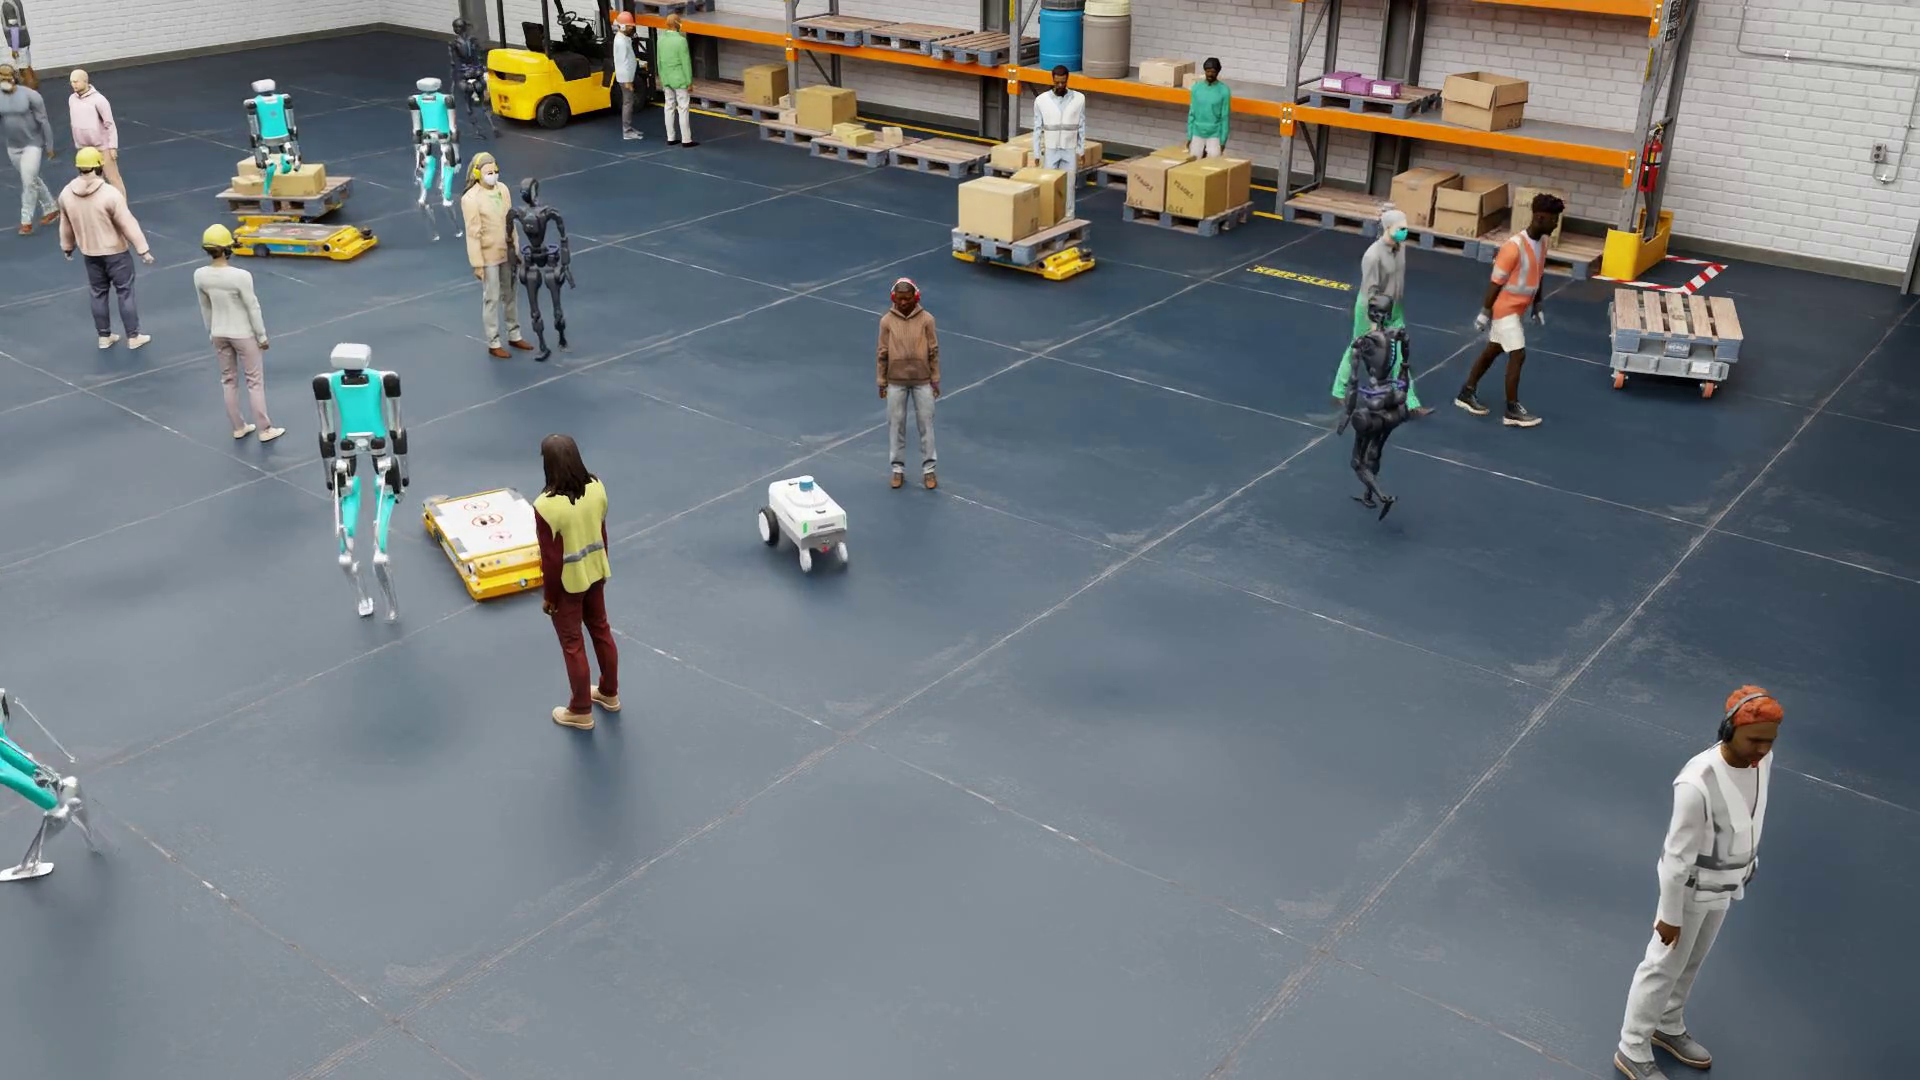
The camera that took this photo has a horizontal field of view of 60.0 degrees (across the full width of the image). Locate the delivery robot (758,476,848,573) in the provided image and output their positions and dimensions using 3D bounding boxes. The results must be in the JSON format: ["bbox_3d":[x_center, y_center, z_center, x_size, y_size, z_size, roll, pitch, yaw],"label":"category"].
[{"bbox_3d":[-1.072,-0.157,11.585,0.499,0.611,0.792,-12,28,-24],"label":"delivery robot"}]

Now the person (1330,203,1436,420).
[{"bbox_3d":[3.521,-1.861,13.672,0.536,1.789,0.944,-17,31,-32],"label":"person"}]

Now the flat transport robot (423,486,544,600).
[{"bbox_3d":[-3.249,-0.009,11.588,0.659,0.231,1.431,-14,29,-26],"label":"flat transport robot"}]

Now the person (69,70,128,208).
[{"bbox_3d":[-9.954,-4.525,19.199,0.535,1.781,0.400,5,26,11],"label":"person"}]

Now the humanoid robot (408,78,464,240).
[{"bbox_3d":[-5.921,-4.218,18.674,0.542,1.803,0.777,2,26,3],"label":"humanoid robot"}]

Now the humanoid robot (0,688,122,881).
[{"bbox_3d":[-4.493,0.956,8.034,0.751,1.882,0.542,-7,27,-14],"label":"humanoid robot"}]

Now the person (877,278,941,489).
[{"bbox_3d":[-0.383,-1.175,12.421,0.473,1.641,0.334,-1,26,-1],"label":"person"}]

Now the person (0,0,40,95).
[{"bbox_3d":[-14.164,-7.449,24.964,0.376,2.041,0.612,-8,27,-15],"label":"person"}]

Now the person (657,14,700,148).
[{"bbox_3d":[-3.903,-6.323,22.925,0.550,1.782,0.384,15,30,29],"label":"person"}]

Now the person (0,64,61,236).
[{"bbox_3d":[-10.656,-4.466,18.925,0.695,1.893,0.779,5,26,10],"label":"person"}]

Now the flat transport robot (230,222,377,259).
[{"bbox_3d":[-7.291,-3.312,18.429,1.431,0.231,0.659,4,26,8],"label":"flat transport robot"}]

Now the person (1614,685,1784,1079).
[{"bbox_3d":[3.026,1.417,6.780,0.579,1.882,0.340,-19,32,-34],"label":"person"}]

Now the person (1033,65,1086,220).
[{"bbox_3d":[1.120,-4.409,18.822,0.595,1.908,0.409,-4,26,-7],"label":"person"}]

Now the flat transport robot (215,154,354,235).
[{"bbox_3d":[-7.860,-3.825,19.493,0.659,0.231,1.431,2,26,4],"label":"flat transport robot"}]

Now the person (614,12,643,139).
[{"bbox_3d":[-4.672,-6.539,23.421,0.351,1.737,0.574,-4,26,-8],"label":"person"}]

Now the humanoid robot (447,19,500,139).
[{"bbox_3d":[-6.872,-6.474,23.373,0.405,1.641,0.626,17,30,31],"label":"humanoid robot"}]

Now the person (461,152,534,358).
[{"bbox_3d":[-4.233,-2.585,15.095,0.415,1.867,0.566,14,29,27],"label":"person"}]

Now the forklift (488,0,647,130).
[{"bbox_3d":[-5.874,-7.334,24.552,1.214,2.155,2.313,19,32,34],"label":"forklift"}]

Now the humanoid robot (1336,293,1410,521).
[{"bbox_3d":[3.053,-0.946,11.919,0.615,1.632,0.581,-14,29,-26],"label":"humanoid robot"}]

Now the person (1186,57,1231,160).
[{"bbox_3d":[2.929,-4.758,19.620,0.507,1.841,0.399,11,28,22],"label":"person"}]

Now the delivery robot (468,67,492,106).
[{"bbox_3d":[-7.368,-7.014,25.787,0.499,0.611,0.815,2,26,3],"label":"delivery robot"}]

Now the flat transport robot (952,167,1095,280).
[{"bbox_3d":[0.676,-3.084,17.957,1.431,0.231,0.659,18,31,33],"label":"flat transport robot"}]

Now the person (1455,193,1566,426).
[{"bbox_3d":[4.542,-1.884,13.577,0.896,1.912,0.627,19,32,34],"label":"person"}]

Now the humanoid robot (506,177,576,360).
[{"bbox_3d":[-3.791,-2.456,15.047,0.598,1.655,0.374,1,26,2],"label":"humanoid robot"}]

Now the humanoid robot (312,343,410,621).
[{"bbox_3d":[-3.749,-0.258,10.513,0.549,1.871,0.785,-5,26,-10],"label":"humanoid robot"}]

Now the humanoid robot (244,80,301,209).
[{"bbox_3d":[-7.790,-4.332,18.834,0.530,1.771,0.667,-22,33,-38],"label":"humanoid robot"}]

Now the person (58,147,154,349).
[{"bbox_3d":[-7.853,-2.656,15.252,0.822,1.853,0.434,2,26,4],"label":"person"}]

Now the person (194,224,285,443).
[{"bbox_3d":[-5.767,-1.639,13.254,0.526,1.761,0.331,7,27,13],"label":"person"}]

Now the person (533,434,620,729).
[{"bbox_3d":[-2.152,0.237,9.355,0.369,1.768,0.476,16,30,30],"label":"person"}]
